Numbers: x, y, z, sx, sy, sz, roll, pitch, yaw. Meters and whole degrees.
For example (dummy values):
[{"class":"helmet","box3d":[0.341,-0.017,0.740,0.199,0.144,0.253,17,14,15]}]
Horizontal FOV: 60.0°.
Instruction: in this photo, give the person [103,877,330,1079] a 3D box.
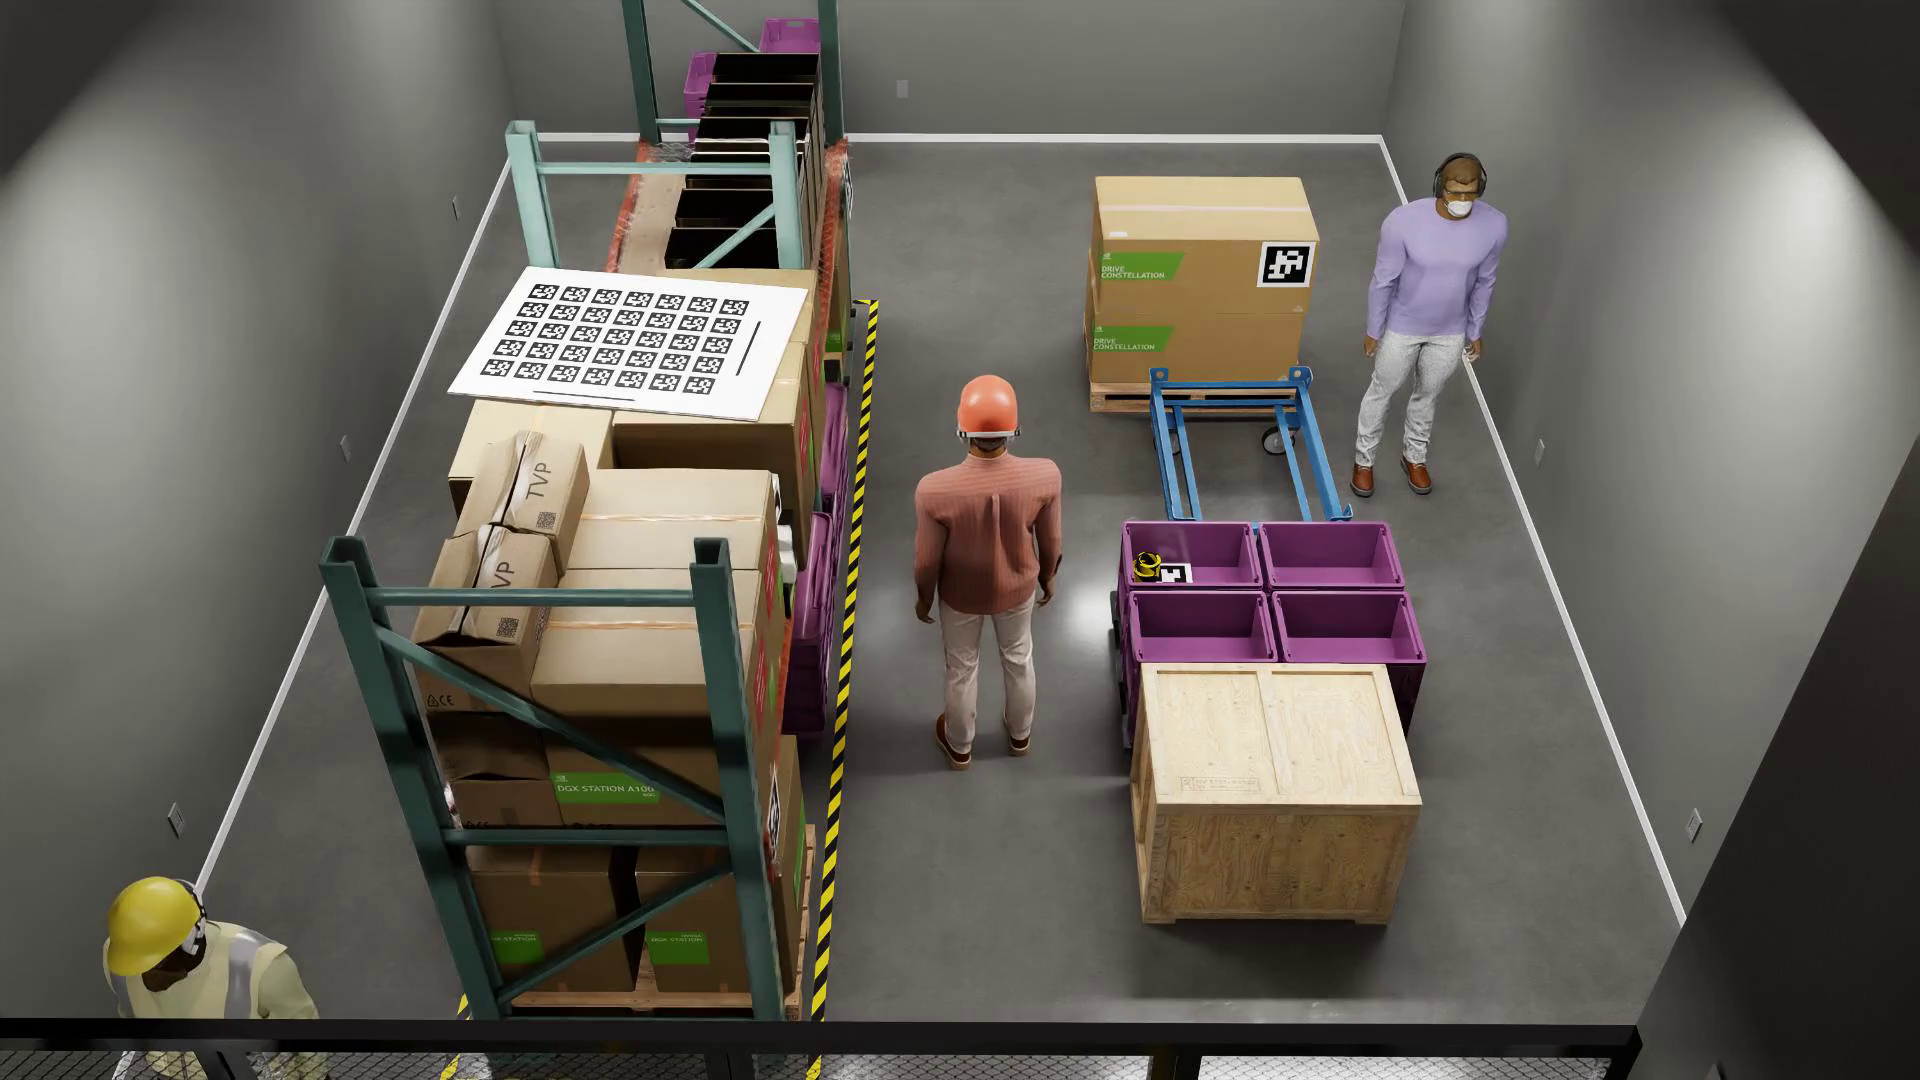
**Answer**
[{"class":"person","box3d":[-2.310,1.671,5.287,0.601,1.830,0.404,3,41,4]}]

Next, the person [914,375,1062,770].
[{"class":"person","box3d":[0.108,0.166,6.881,0.622,1.993,0.384,-10,42,-11]}]

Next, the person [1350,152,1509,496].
[{"class":"person","box3d":[2.329,-1.061,8.324,0.627,1.941,0.370,-1,41,-1]}]
